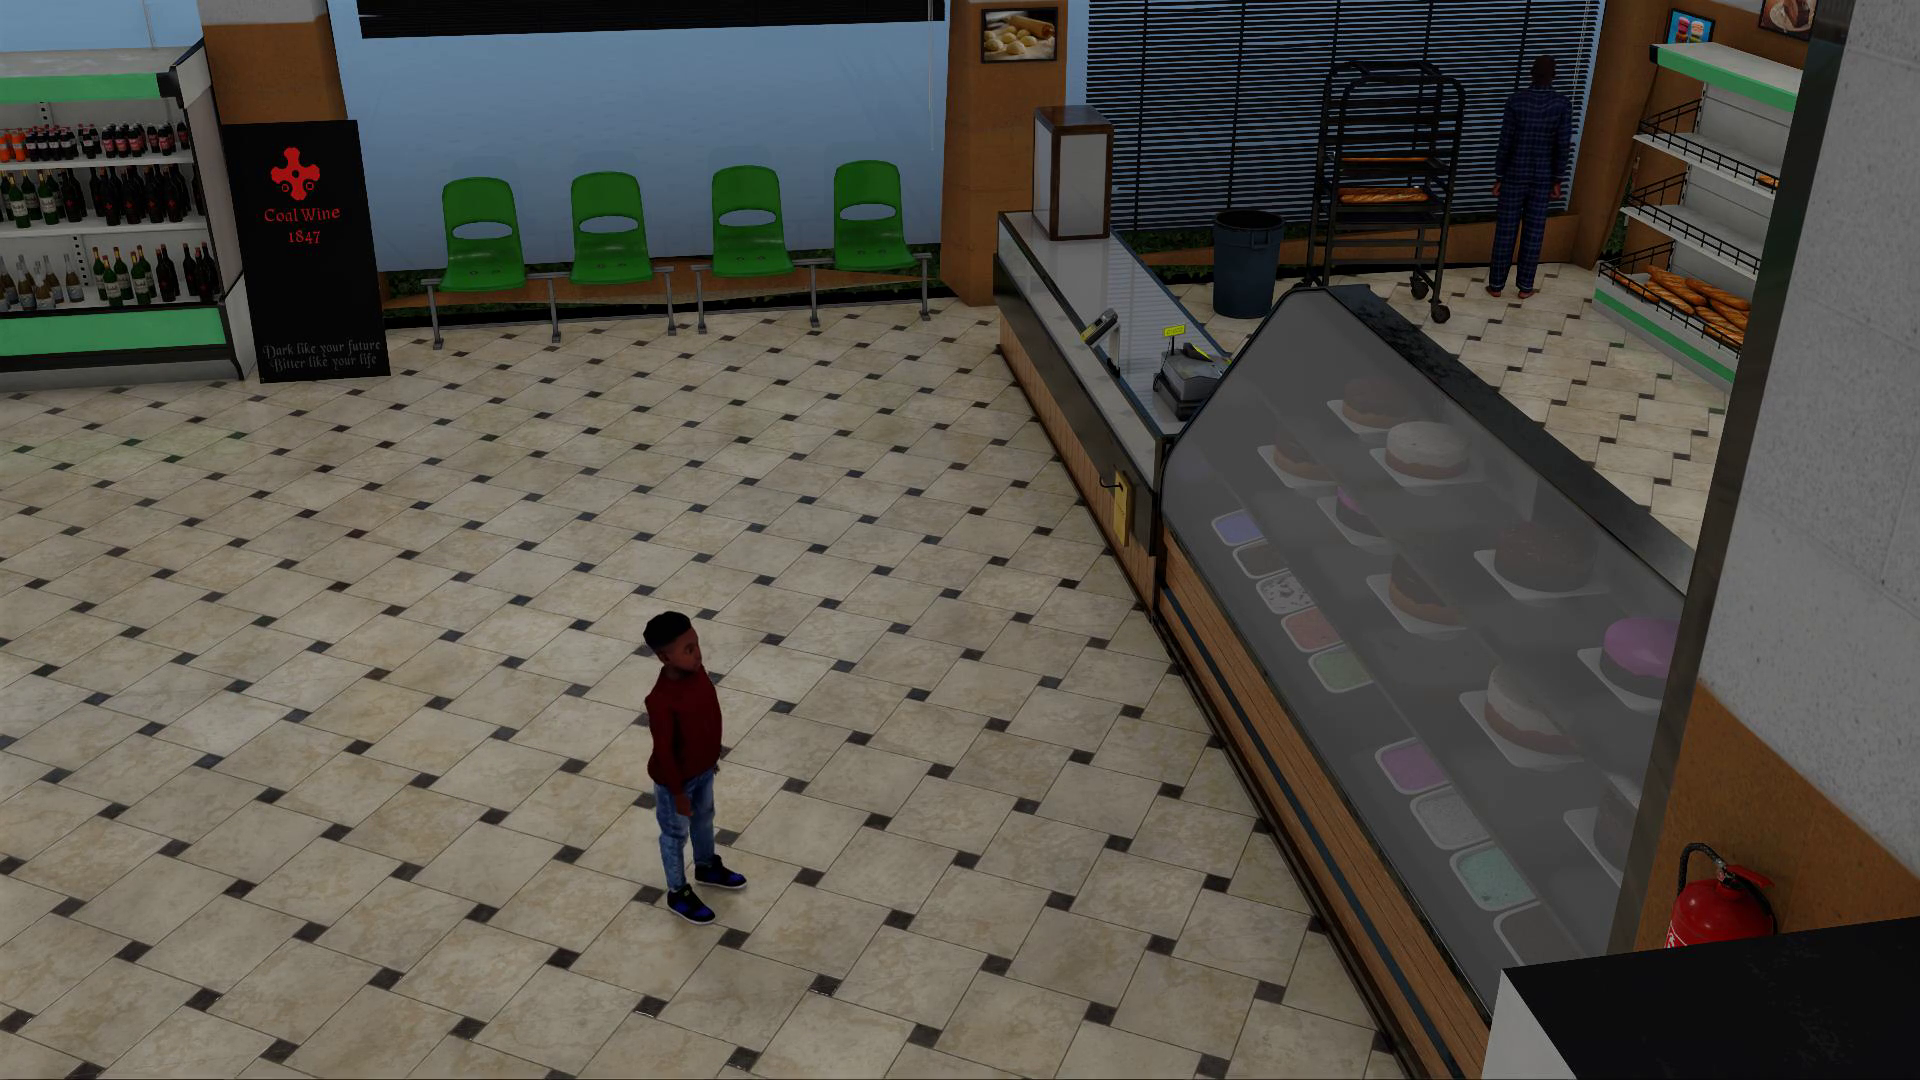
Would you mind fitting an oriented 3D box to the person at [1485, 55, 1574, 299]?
[{"bbox_3d":[4.262,-2.727,12.505,0.711,1.824,0.836,7,28,14],"label":"person"}]

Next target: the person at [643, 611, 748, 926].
[{"bbox_3d":[-1.038,0.825,6.132,0.624,1.255,0.589,11,29,21],"label":"person"}]
